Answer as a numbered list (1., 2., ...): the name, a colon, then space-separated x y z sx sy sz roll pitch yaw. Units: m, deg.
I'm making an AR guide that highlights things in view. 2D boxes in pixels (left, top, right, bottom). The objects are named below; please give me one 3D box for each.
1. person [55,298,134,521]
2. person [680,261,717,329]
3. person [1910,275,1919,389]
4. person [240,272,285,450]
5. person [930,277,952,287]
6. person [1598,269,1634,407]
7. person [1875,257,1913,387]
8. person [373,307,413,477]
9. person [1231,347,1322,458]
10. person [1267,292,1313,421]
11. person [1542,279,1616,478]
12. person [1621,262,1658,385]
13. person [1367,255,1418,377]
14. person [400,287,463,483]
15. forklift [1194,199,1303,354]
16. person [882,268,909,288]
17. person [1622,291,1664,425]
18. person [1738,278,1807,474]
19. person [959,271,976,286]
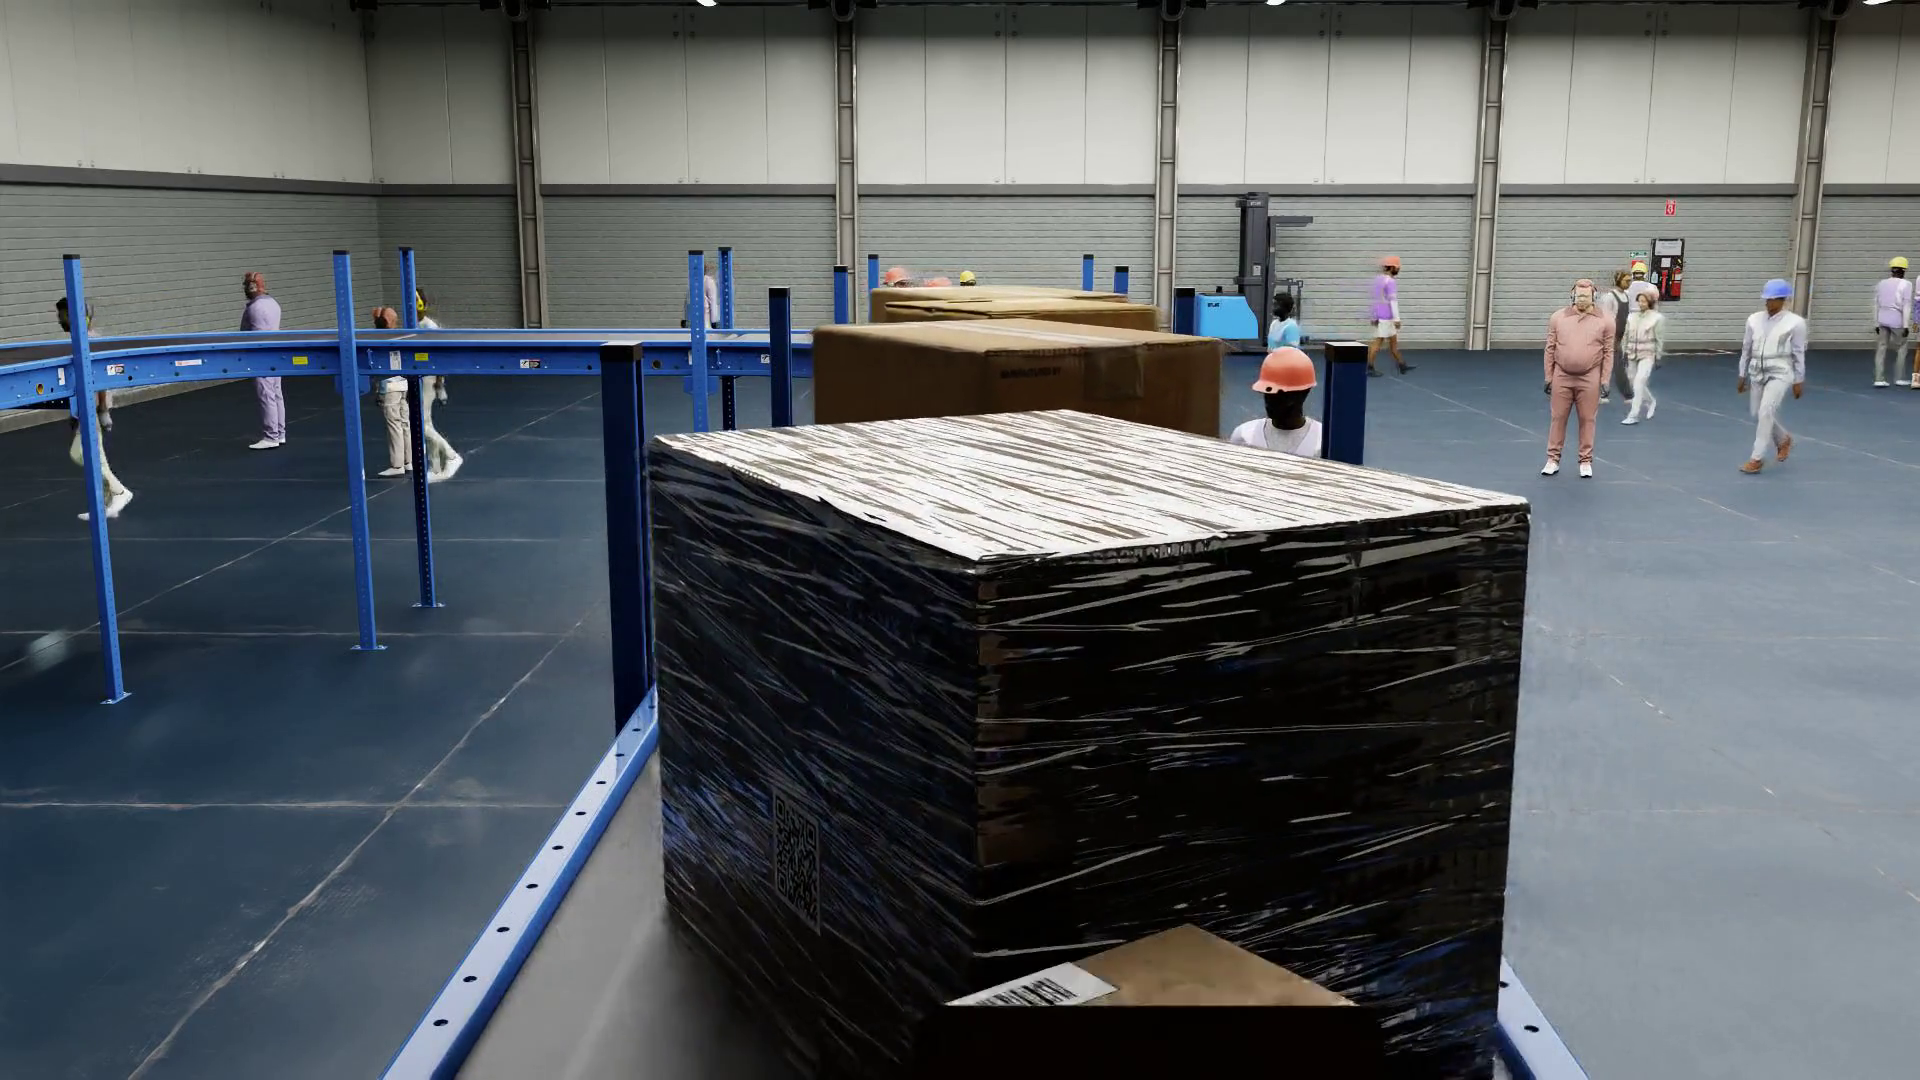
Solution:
1. person: -7.227 -1.080 13.774 0.383 1.847 0.505 -7 13 -30
2. person: -4.157 -3.448 26.027 0.796 1.813 0.625 -9 14 -40
3. person: 14.237 -3.217 24.264 0.605 2.038 0.394 3 11 15
4. person: -7.599 -1.949 18.083 0.406 1.911 0.639 -1 11 -5
5. person: -0.349 -1.808 17.441 0.987 1.893 0.565 5 12 23
6. person: 8.802 -2.679 22.095 0.911 1.800 0.532 10 15 43
7. person: 13.830 -3.210 24.542 0.699 1.907 0.619 -5 12 -24
8. person: -5.525 -1.442 16.166 0.311 1.642 0.513 1 11 4
9. person: 1.455 0.095 7.514 0.547 1.934 0.376 5 12 24
10. person: 3.605 -1.895 18.391 0.493 1.683 0.540 -2 11 -12
11. person: 5.983 -1.568 16.135 0.638 1.906 0.408 5 12 25
12. person: 10.119 -3.231 24.891 0.586 1.823 0.403 4 12 21
13. person: 6.835 -3.522 26.200 0.958 1.890 0.567 0 11 0
14. person: -5.043 -1.451 15.683 0.402 1.847 0.491 -7 13 -31
15. forklift: 5.313 -4.851 30.603 1.873 2.768 1.129 0 11 1
16. person: -0.704 -2.076 18.684 0.973 1.943 0.635 7 13 33
17. person: 8.358 -2.233 20.303 0.708 1.616 0.522 -7 13 -31
18. person: 8.079 -1.640 16.492 0.861 1.908 0.612 -7 13 -30
19. person: 0.112 -2.791 22.776 0.525 1.769 0.327 -9 14 -40
